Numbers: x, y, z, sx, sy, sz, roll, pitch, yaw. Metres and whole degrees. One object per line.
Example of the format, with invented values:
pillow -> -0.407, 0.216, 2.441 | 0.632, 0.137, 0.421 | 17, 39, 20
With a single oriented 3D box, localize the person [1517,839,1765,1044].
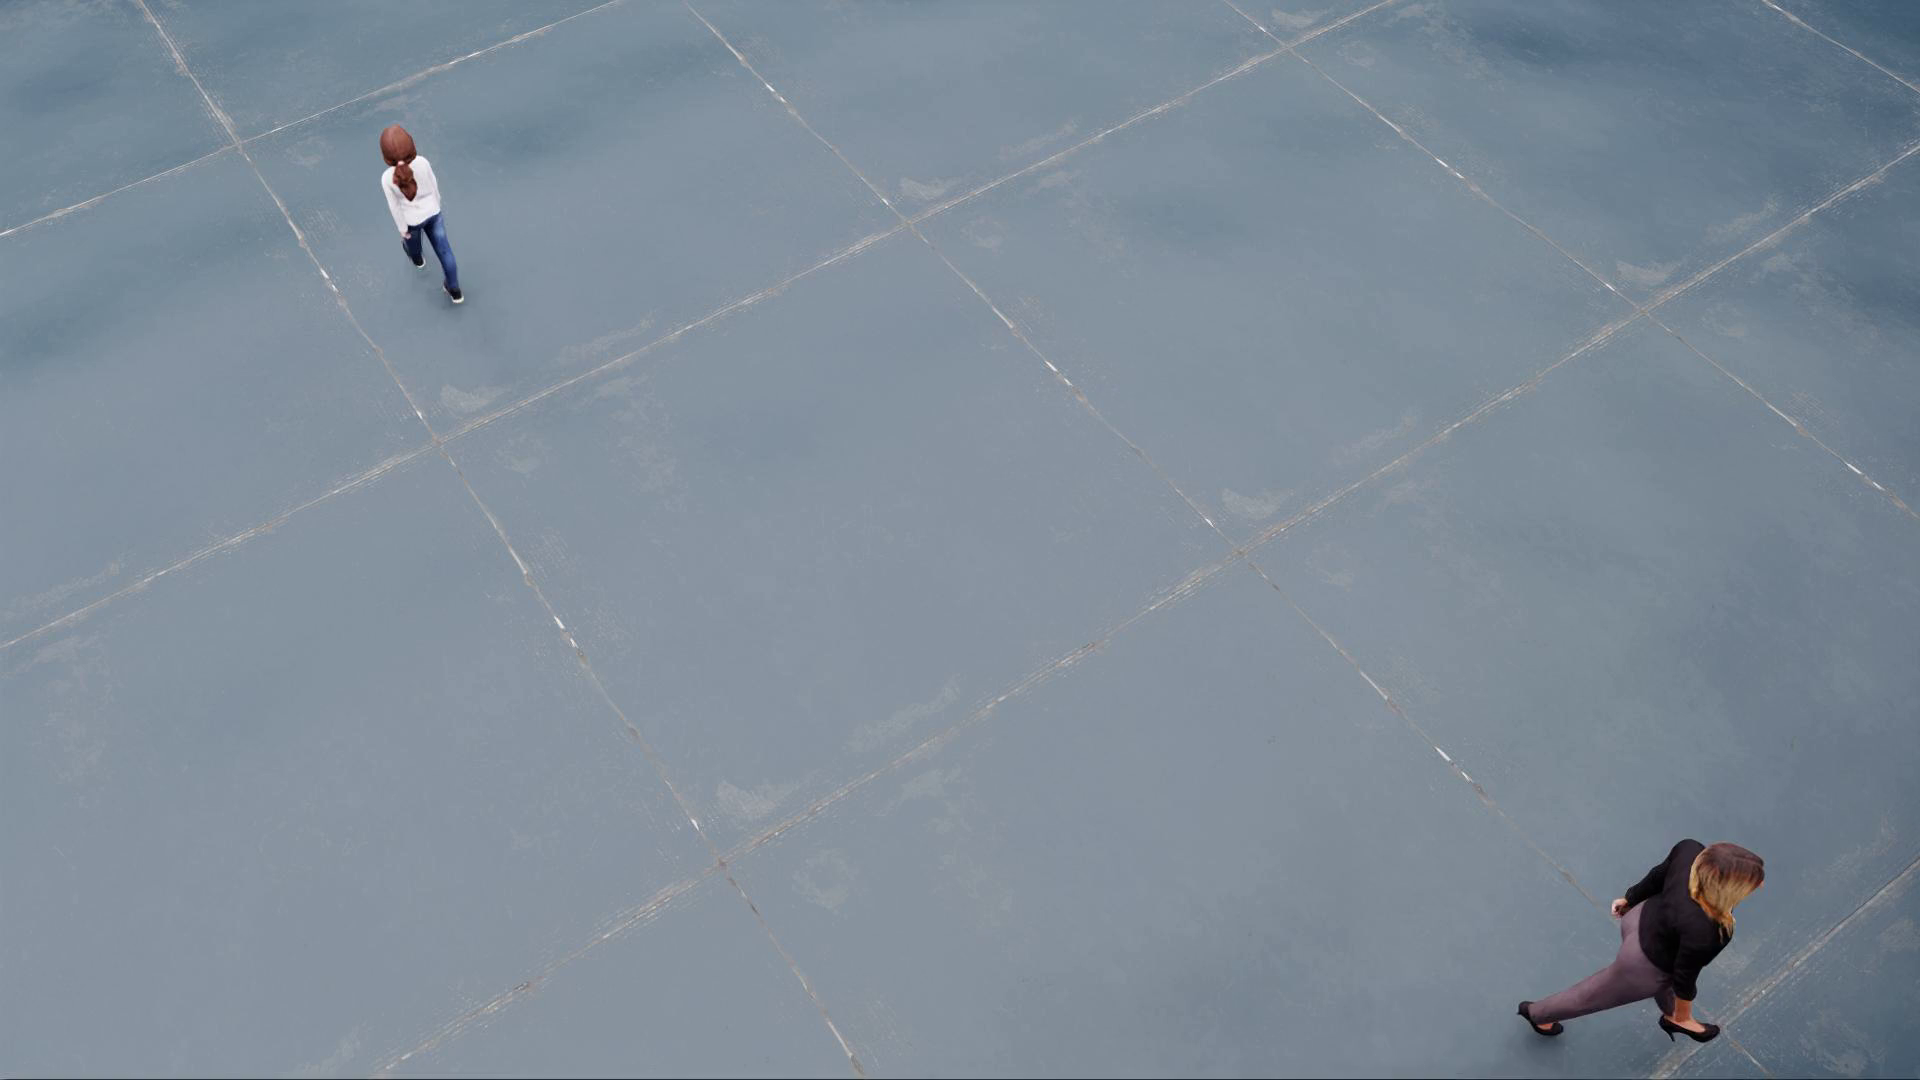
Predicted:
person -> 2.458, 1.529, 6.193 | 1.088, 1.637, 0.997 | 10, 53, 8

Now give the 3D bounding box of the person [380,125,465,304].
person -> -2.928, -1.757, 9.089 | 0.448, 1.080, 0.767 | -30, 58, -21
